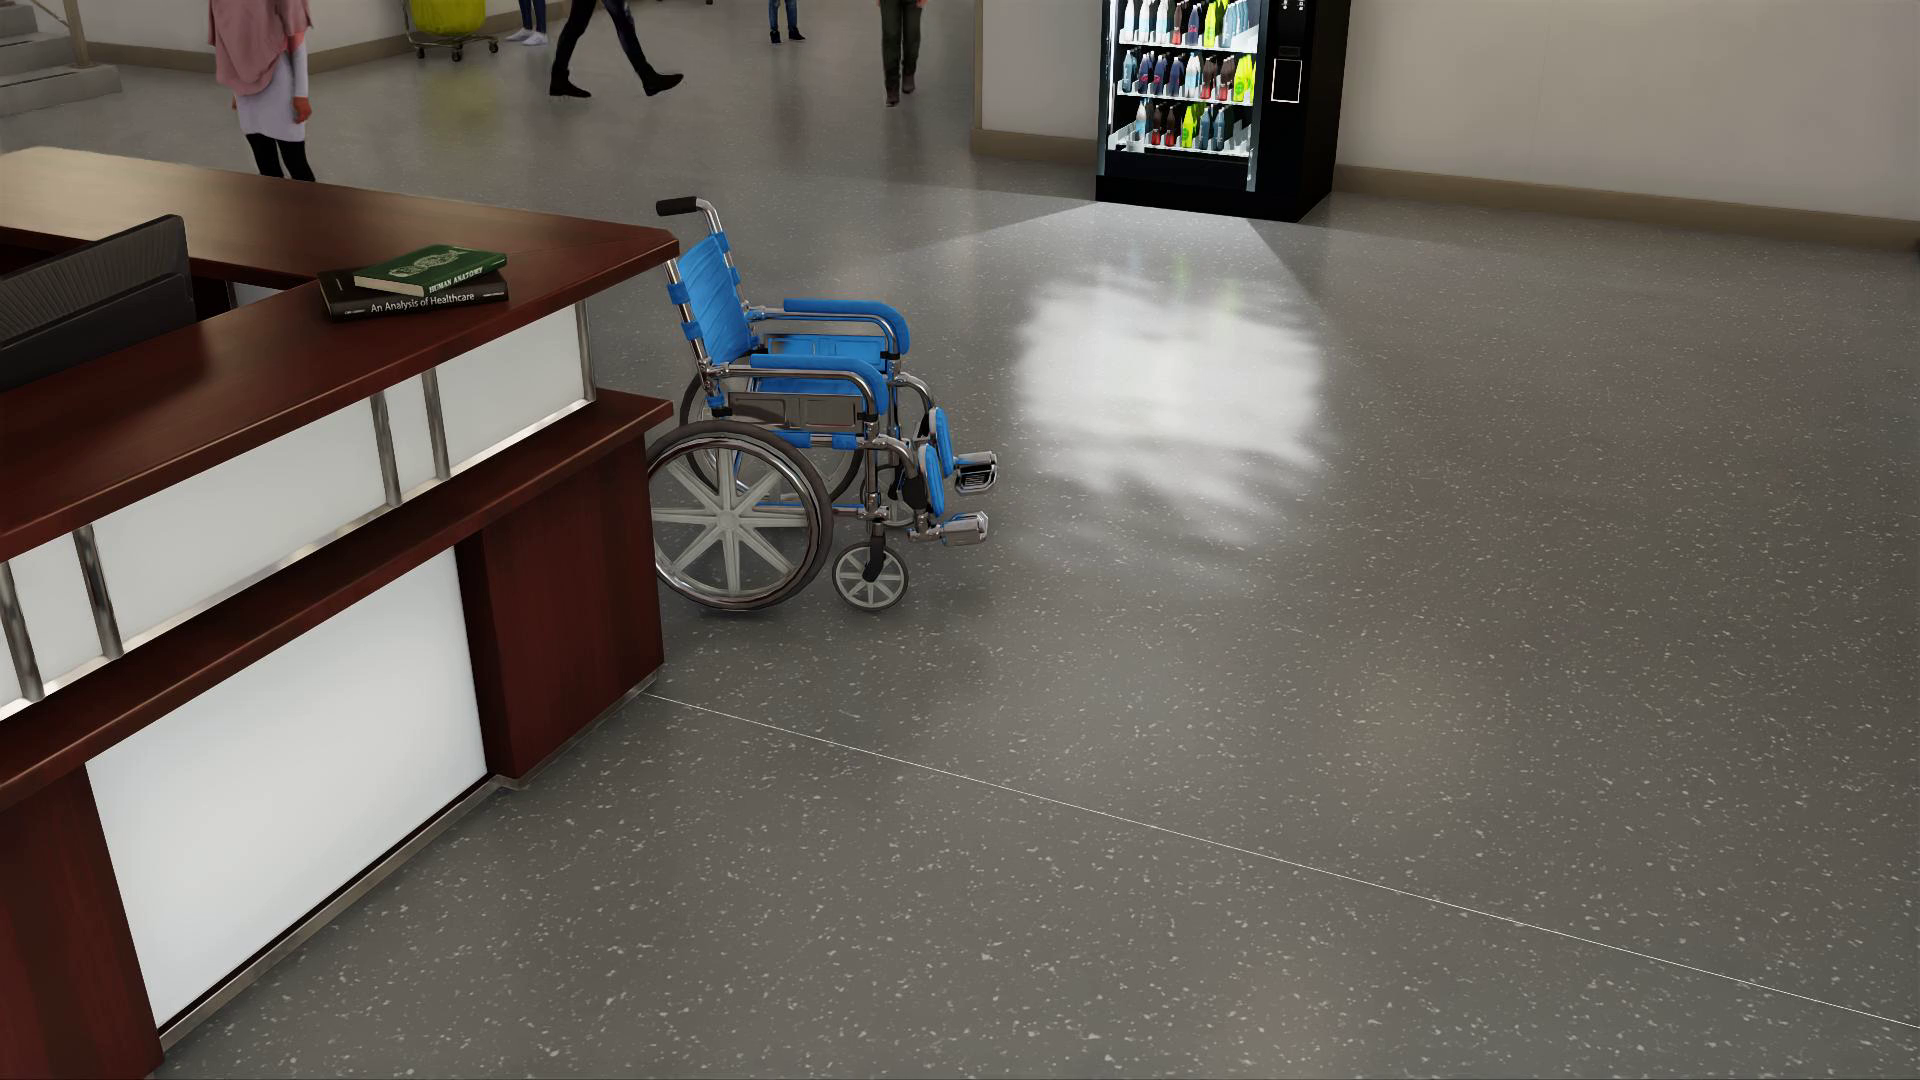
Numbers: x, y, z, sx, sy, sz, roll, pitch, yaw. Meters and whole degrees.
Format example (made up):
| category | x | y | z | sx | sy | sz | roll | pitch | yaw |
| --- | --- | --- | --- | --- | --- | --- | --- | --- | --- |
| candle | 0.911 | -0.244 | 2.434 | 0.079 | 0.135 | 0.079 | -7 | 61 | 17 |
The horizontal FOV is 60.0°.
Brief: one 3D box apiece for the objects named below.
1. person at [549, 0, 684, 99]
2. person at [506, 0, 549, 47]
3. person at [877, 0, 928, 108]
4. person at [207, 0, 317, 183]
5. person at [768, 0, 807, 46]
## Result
| category | x | y | z | sx | sy | sz | roll | pitch | yaw |
| --- | --- | --- | --- | --- | --- | --- | --- | --- | --- |
| person | -2.746 | -4.110 | 12.067 | 1.257 | 1.857 | 1.239 | -11 | 28 | -22 |
| person | -3.859 | -5.271 | 14.617 | 0.741 | 1.733 | 0.603 | -20 | 32 | -36 |
| person | -0.413 | -4.007 | 12.141 | 1.171 | 1.606 | 0.960 | 1 | 26 | 1 |
| person | -3.434 | -2.251 | 8.274 | 0.504 | 1.803 | 0.673 | 11 | 28 | 21 |
| person | -1.571 | -5.055 | 14.718 | 0.587 | 1.256 | 0.626 | -15 | 30 | -28 |
